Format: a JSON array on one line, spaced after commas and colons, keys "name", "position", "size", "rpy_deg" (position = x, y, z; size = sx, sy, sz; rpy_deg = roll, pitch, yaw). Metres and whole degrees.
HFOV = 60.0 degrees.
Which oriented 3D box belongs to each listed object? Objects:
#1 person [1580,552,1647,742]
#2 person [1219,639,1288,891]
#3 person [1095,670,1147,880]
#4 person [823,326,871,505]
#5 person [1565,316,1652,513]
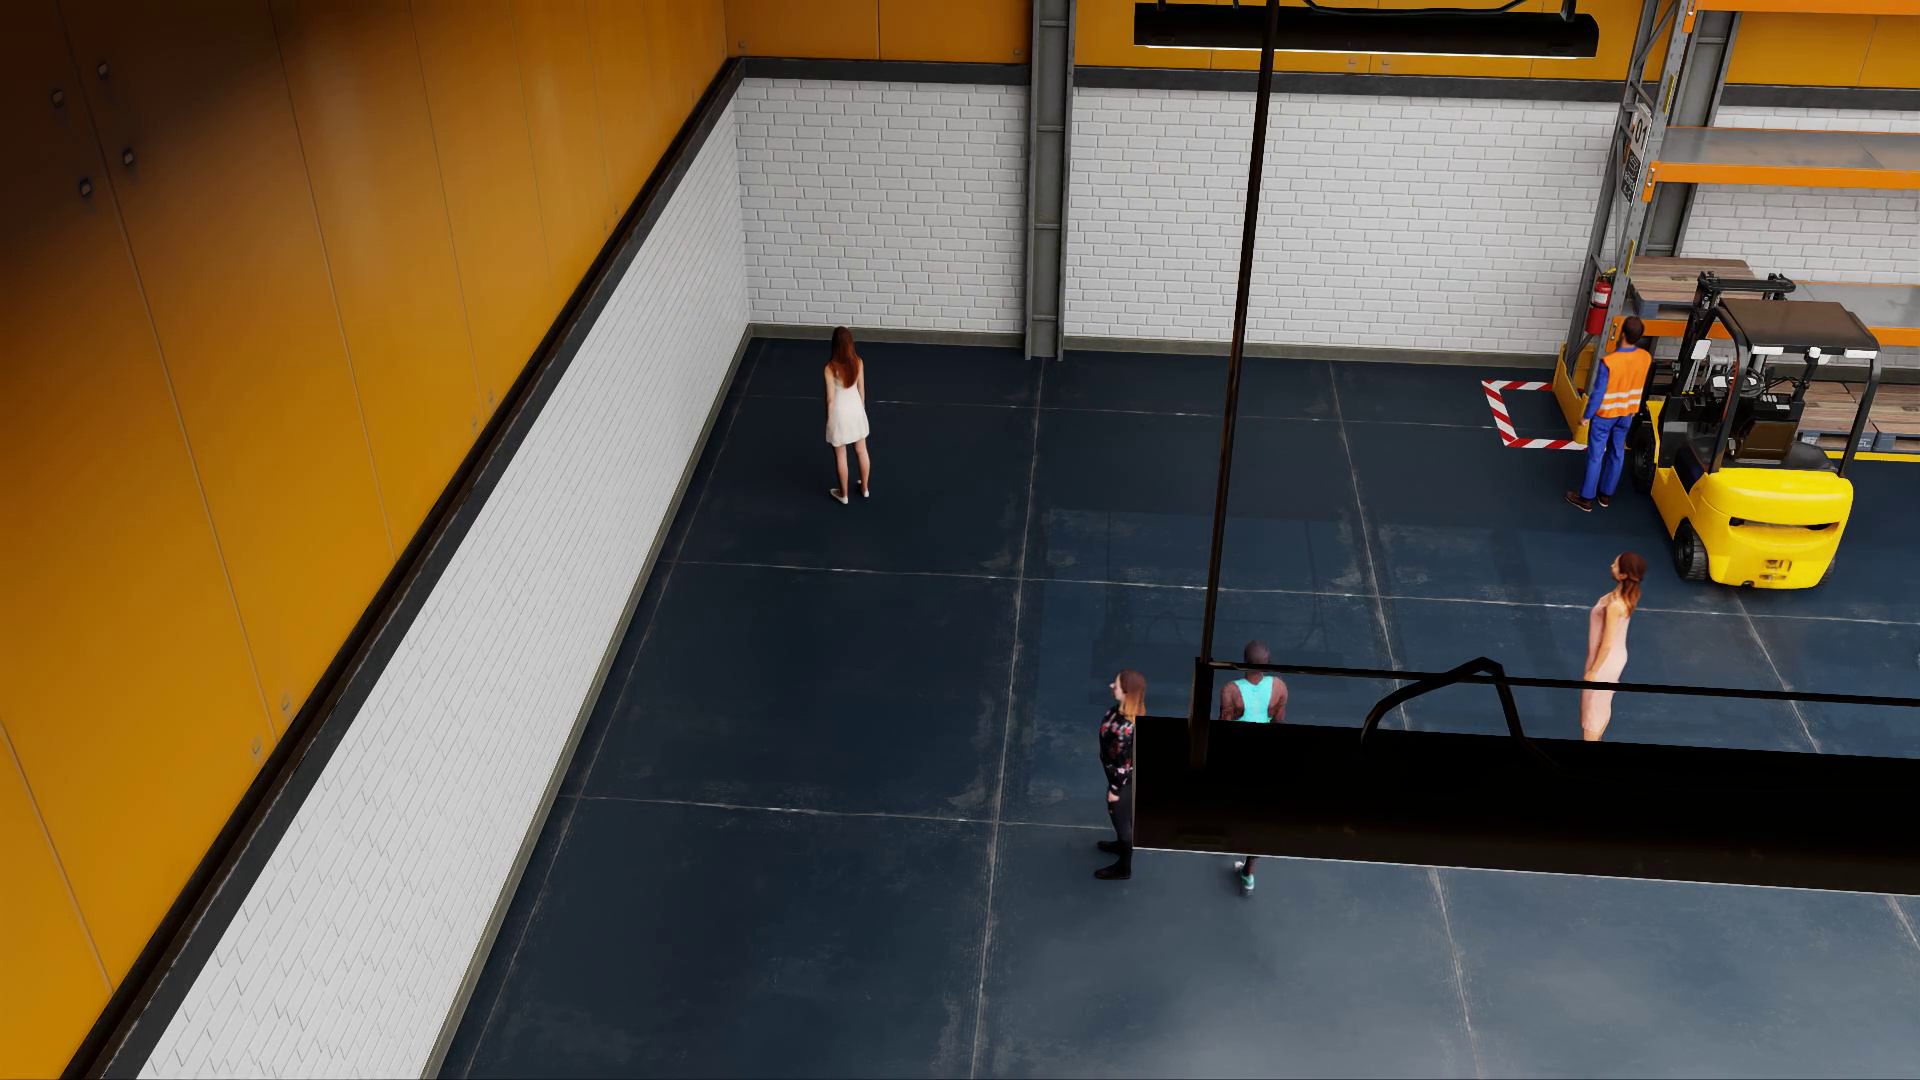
[{"name": "person", "position": [4.550, 0.863, 11.718], "size": [0.685, 1.831, 0.673], "rpy_deg": [23, 40, 30]}, {"name": "person", "position": [1.884, 1.486, 10.842], "size": [1.154, 1.764, 0.832], "rpy_deg": [-2, 34, -4]}, {"name": "person", "position": [1.076, 1.520, 10.865], "size": [0.542, 1.682, 0.593], "rpy_deg": [7, 34, 10]}, {"name": "person", "position": [-1.011, -1.114, 14.801], "size": [0.626, 1.711, 0.711], "rpy_deg": [-16, 37, -23]}, {"name": "person", "position": [5.748, -1.117, 14.668], "size": [0.689, 1.864, 0.828], "rpy_deg": [-10, 35, -15]}]
